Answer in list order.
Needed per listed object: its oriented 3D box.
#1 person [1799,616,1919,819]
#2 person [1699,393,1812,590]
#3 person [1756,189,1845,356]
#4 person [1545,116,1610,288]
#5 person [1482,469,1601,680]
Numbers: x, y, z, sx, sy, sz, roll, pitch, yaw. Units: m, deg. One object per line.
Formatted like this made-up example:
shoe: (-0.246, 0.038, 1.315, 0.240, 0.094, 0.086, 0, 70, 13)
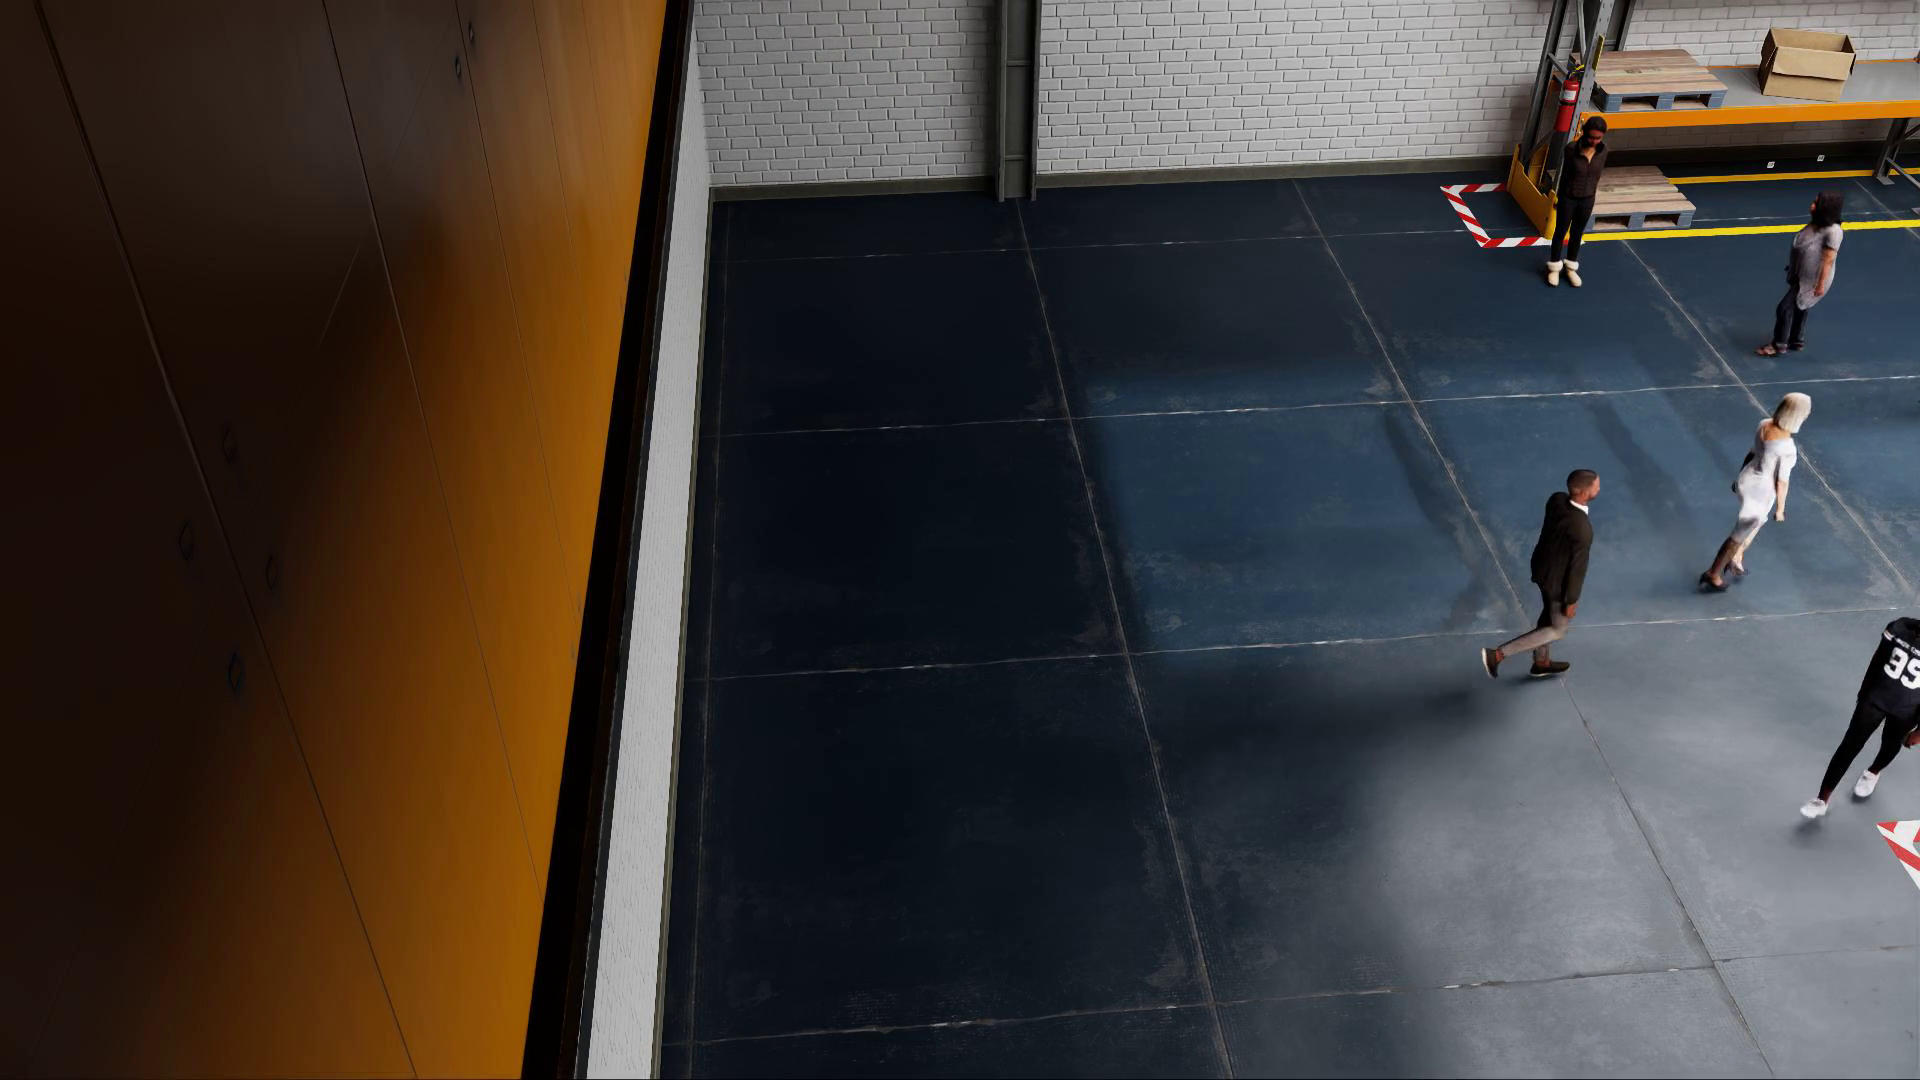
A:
person: (5.871, 0.989, 10.376, 1.147, 1.697, 1.025, -30, 48, -32)
person: (5.661, -0.320, 11.988, 0.639, 1.731, 0.576, -4, 39, -5)
person: (7.551, -2.328, 14.616, 0.756, 1.589, 0.705, 5, 39, 6)
person: (5.811, -3.230, 15.689, 0.568, 1.659, 0.627, -22, 44, -25)
person: (3.944, 0.284, 11.189, 0.970, 1.784, 0.702, -6, 39, -7)
